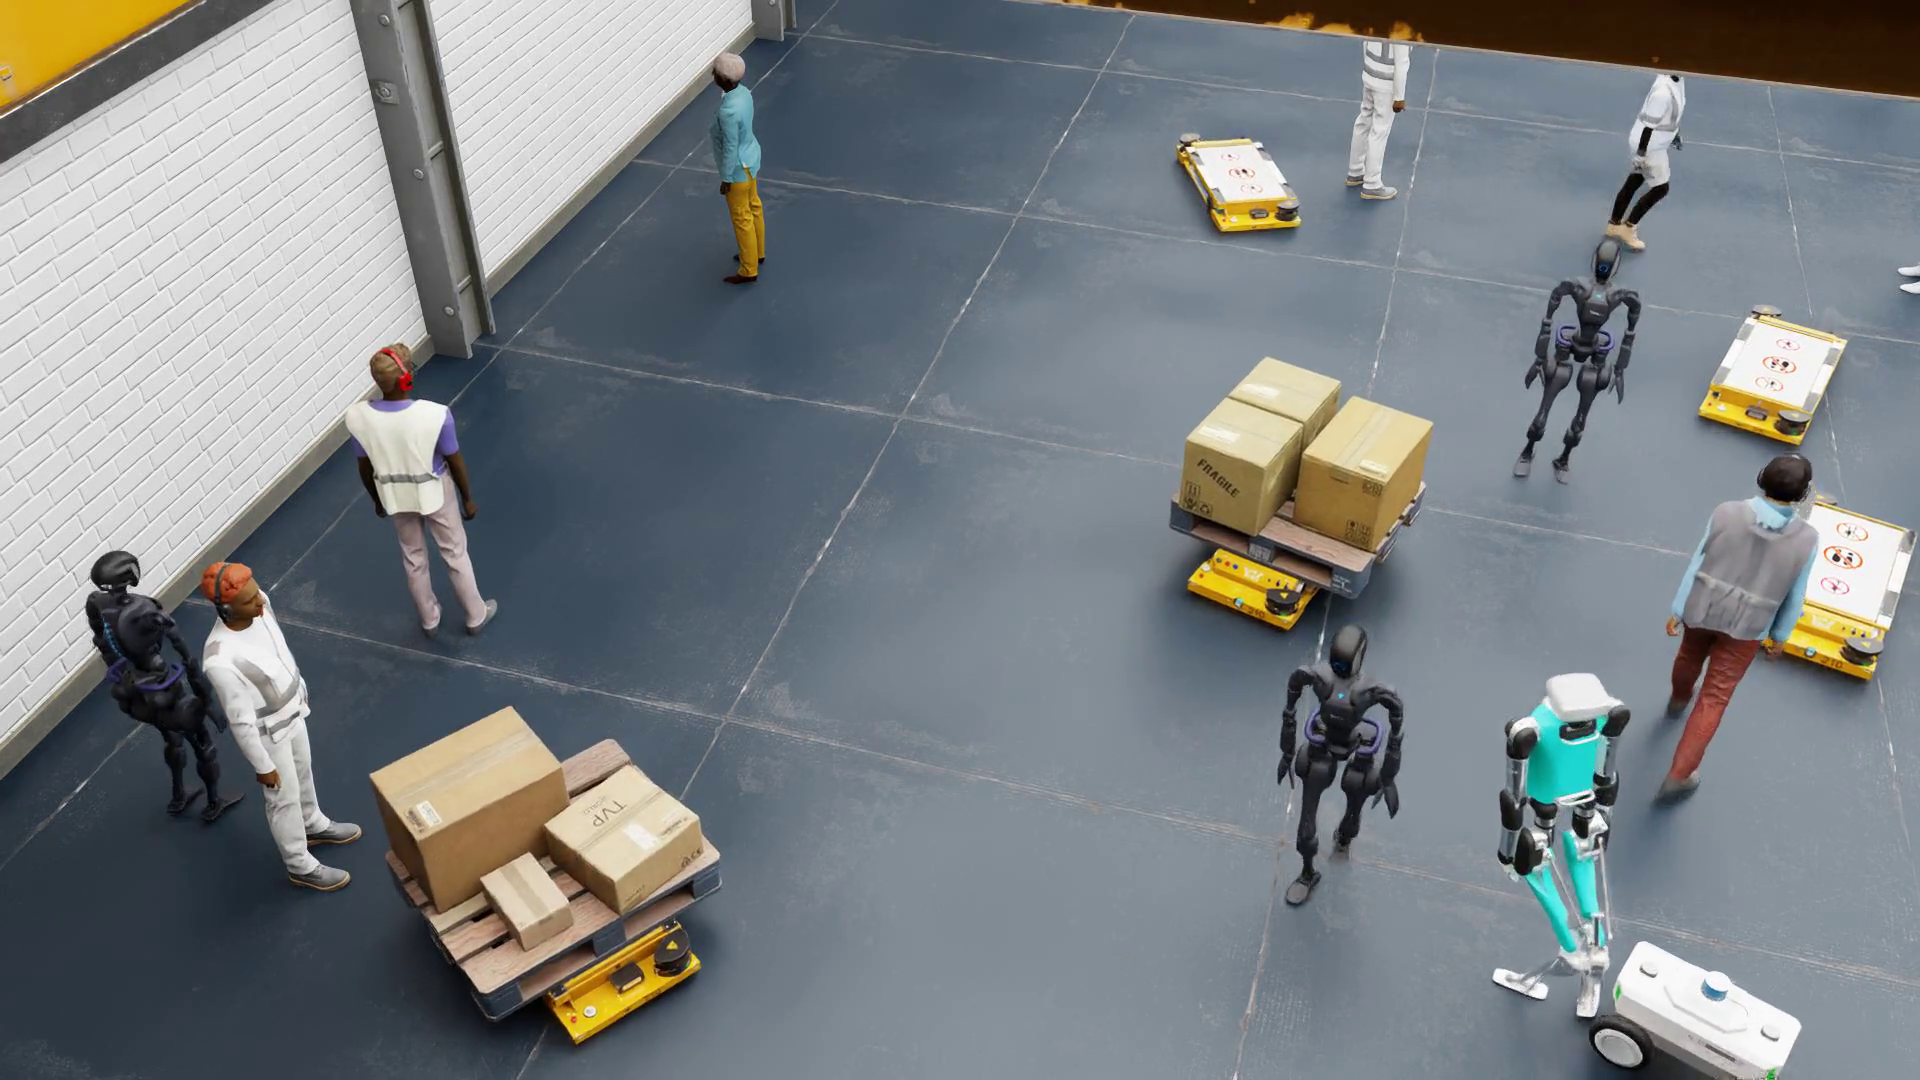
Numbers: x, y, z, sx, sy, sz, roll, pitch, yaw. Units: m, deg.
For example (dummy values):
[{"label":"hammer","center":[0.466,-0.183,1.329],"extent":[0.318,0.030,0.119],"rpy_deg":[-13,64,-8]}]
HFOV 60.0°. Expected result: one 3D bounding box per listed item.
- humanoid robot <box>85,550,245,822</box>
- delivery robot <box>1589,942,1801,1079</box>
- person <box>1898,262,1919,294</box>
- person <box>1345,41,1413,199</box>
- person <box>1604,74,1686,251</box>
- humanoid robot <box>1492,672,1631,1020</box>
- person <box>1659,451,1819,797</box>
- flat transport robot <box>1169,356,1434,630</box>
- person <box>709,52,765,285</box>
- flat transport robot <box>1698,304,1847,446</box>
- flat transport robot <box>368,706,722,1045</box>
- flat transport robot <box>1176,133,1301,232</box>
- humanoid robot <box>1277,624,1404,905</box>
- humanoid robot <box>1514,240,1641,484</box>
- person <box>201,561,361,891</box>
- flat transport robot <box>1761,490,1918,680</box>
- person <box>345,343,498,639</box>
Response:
[{"label":"humanoid robot","center":[-3.836,0.716,7.984],"extent":[0.596,1.649,0.322],"rpy_deg":[12,40,15]},{"label":"delivery robot","center":[3.179,2.072,7.182],"extent":[0.747,0.572,0.499],"rpy_deg":[26,46,29]},{"label":"person","center":[7.260,-2.567,12.111],"extent":[0.316,1.629,0.506],"rpy_deg":[17,42,20]},{"label":"person","center":[3.383,-3.642,13.248],"extent":[0.356,1.882,0.573],"rpy_deg":[-11,40,-13]},{"label":"person","center":[5.279,-2.992,12.601],"extent":[0.455,1.674,0.530],"rpy_deg":[15,41,18]},{"label":"humanoid robot","center":[2.630,1.419,7.061],"extent":[0.638,1.769,0.811],"rpy_deg":[-9,40,-11]},{"label":"person","center":[3.838,0.404,8.282],"extent":[0.557,1.819,0.995],"rpy_deg":[24,45,27]},{"label":"flat transport robot","center":[1.999,-0.025,10.036],"extent":[0.659,0.231,1.431],"rpy_deg":[23,44,26]},{"label":"person","center":[-1.643,-2.731,12.214],"extent":[0.340,1.758,0.523],"rpy_deg":[5,39,7]},{"label":"flat transport robot","center":[5.613,-1.152,11.437],"extent":[0.659,0.231,1.431],"rpy_deg":[23,44,25]},{"label":"flat transport robot","center":[-1.894,1.702,7.887],"extent":[0.659,0.231,1.431],"rpy_deg":[-27,46,-30]},{"label":"flat transport robot","center":[2.277,-2.958,13.683],"extent":[0.659,0.231,1.431],"rpy_deg":[-5,39,-7]},{"label":"humanoid robot","center":[1.781,1.002,7.672],"extent":[0.602,1.657,0.569],"rpy_deg":[22,44,25]},{"label":"humanoid robot","center":[3.816,-1.081,10.224],"extent":[0.589,1.656,0.332],"rpy_deg":[11,40,13]},{"label":"person","center":[-3.154,0.848,7.661],"extent":[0.340,1.882,0.582],"rpy_deg":[-2,39,-3]},{"label":"flat transport robot","center":[5.117,0.232,9.715],"extent":[0.659,0.231,1.431],"rpy_deg":[22,44,25]},{"label":"person","center":[-2.929,-0.217,9.019],"extent":[0.562,1.841,0.391],"rpy_deg":[0,39,0]}]
